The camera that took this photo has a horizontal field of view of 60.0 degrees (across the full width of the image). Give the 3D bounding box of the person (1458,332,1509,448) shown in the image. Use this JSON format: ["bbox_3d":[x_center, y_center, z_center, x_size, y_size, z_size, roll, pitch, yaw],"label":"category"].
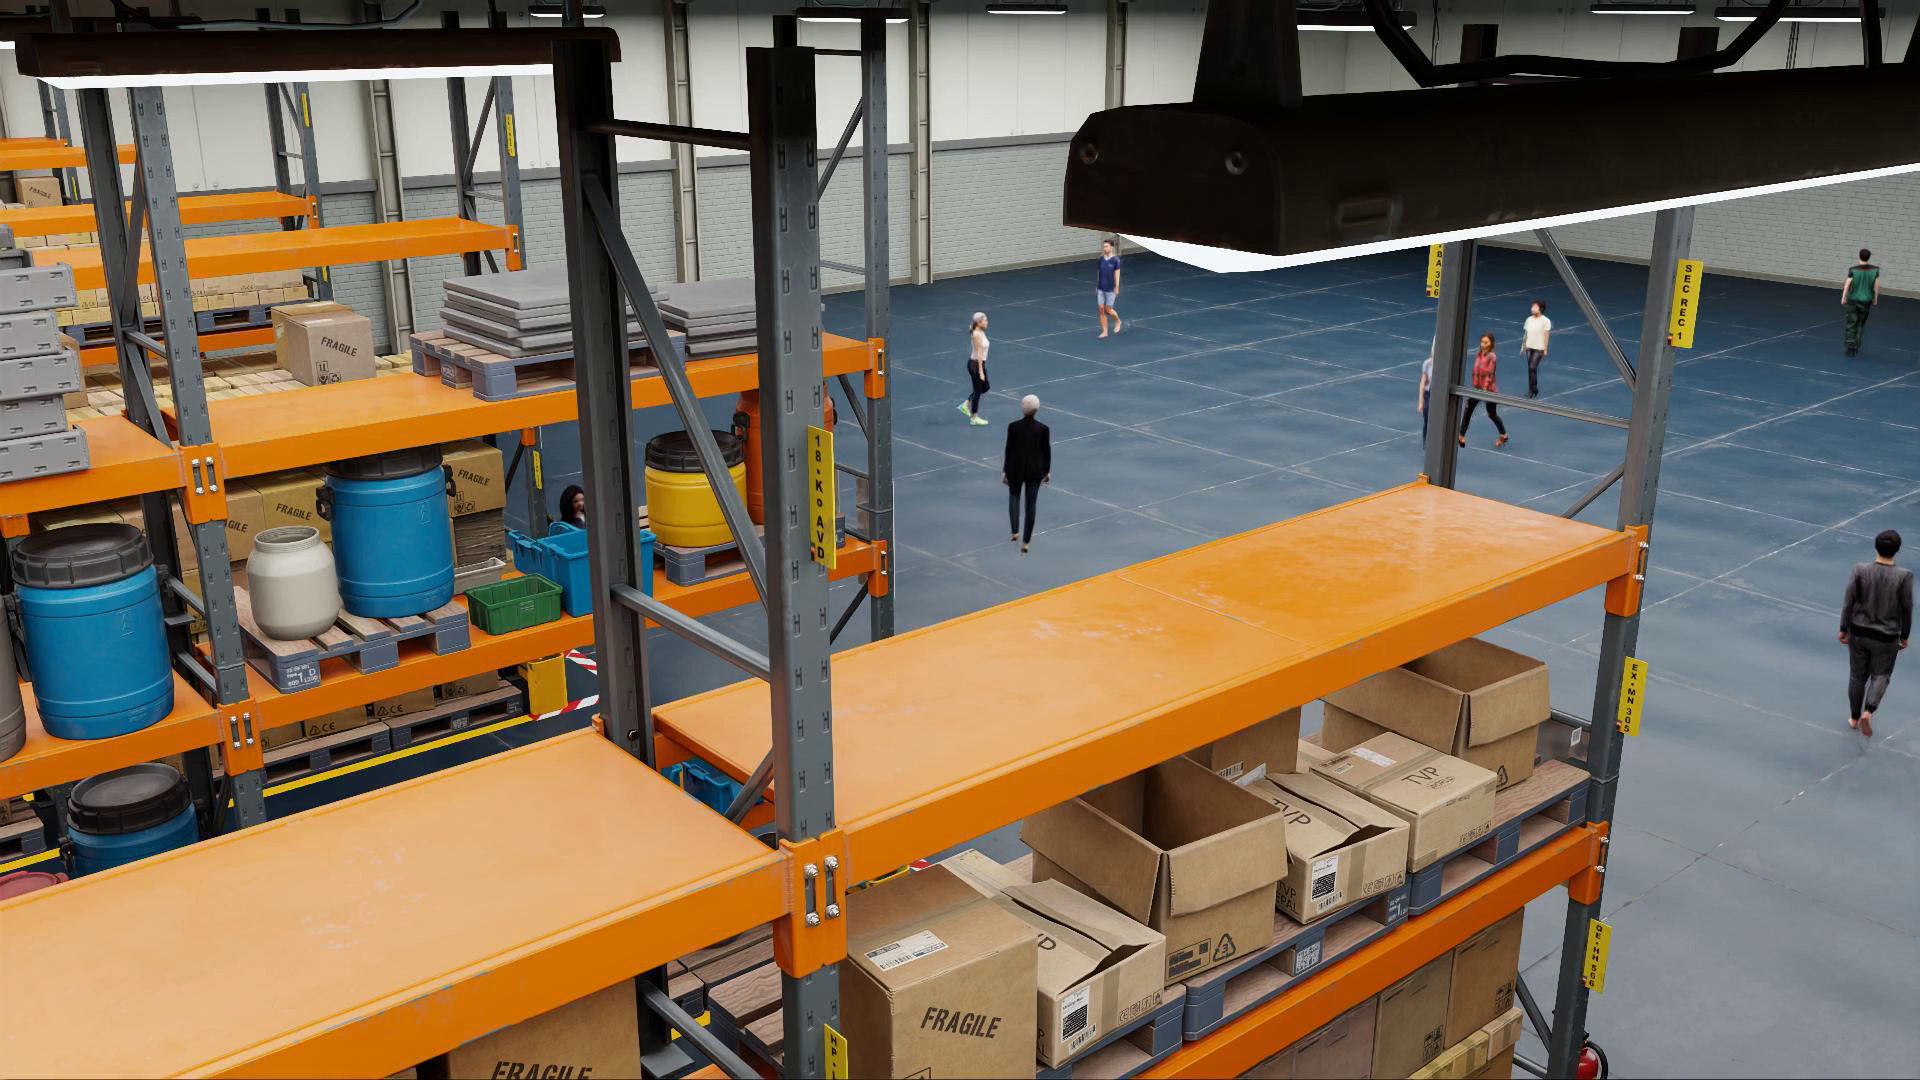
[{"bbox_3d":[7.436,-2.071,23.356,1.160,1.658,0.852,-7,19,-19],"label":"person"}]

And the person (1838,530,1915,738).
[{"bbox_3d":[7.809,0.819,14.198,0.843,1.833,0.986,11,21,31],"label":"person"}]

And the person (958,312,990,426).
[{"bbox_3d":[0.162,-2.541,24.750,0.839,1.689,0.785,3,18,10],"label":"person"}]

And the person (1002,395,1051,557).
[{"bbox_3d":[0.662,-0.691,17.810,0.963,1.772,0.934,2,18,6],"label":"person"}]

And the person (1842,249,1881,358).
[{"bbox_3d":[16.007,-4.207,29.550,0.895,1.885,0.950,3,18,9],"label":"person"}]

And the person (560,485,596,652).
[{"bbox_3d":[-3.688,0.285,16.007,0.850,1.730,0.938,10,21,29],"label":"person"}]

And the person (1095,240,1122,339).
[{"bbox_3d":[2.803,-4.716,31.191,0.684,1.836,0.845,15,23,38],"label":"person"}]

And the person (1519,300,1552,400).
[{"bbox_3d":[9.202,-3.035,26.453,0.668,1.573,0.637,-11,21,-31],"label":"person"}]
